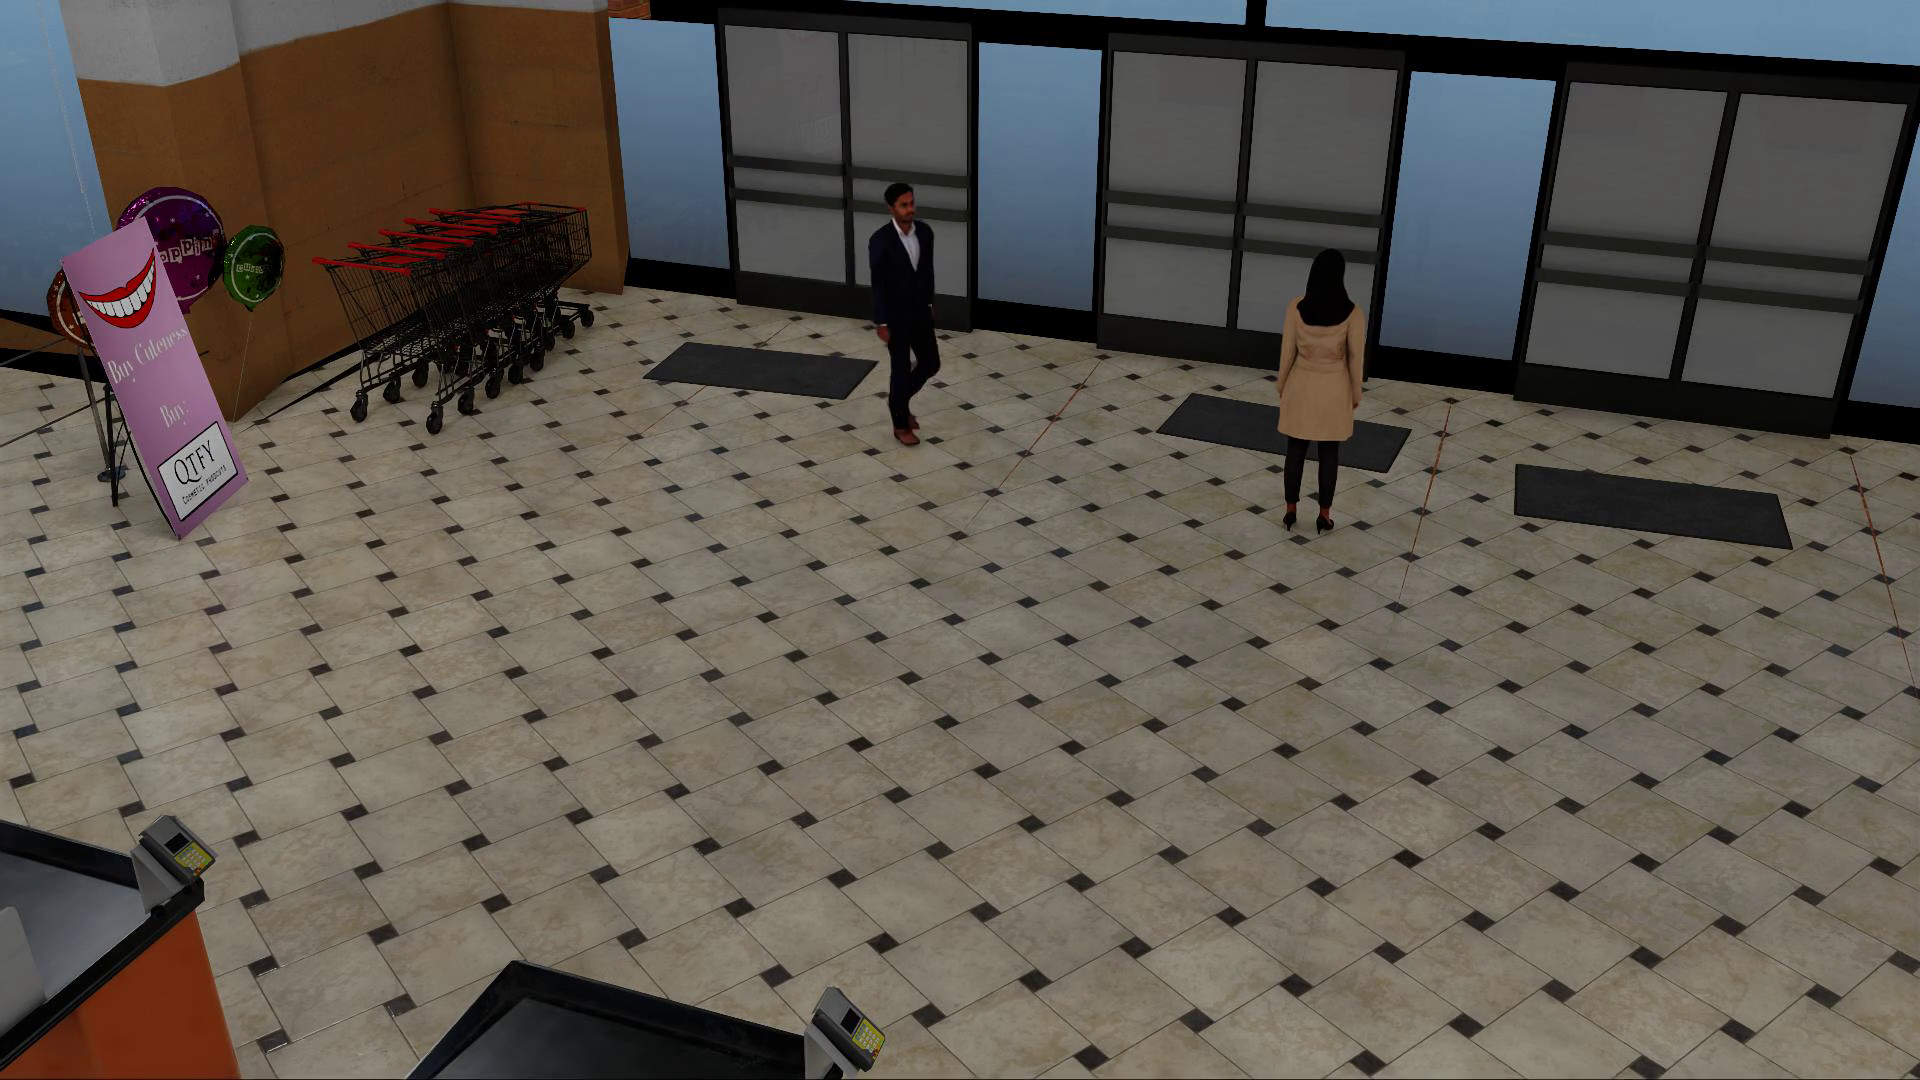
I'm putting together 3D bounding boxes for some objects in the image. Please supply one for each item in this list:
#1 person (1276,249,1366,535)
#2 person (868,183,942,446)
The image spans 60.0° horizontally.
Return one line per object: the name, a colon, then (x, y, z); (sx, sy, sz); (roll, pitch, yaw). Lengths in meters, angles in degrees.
person: (2.023, -0.825, 9.404); (0.635, 1.682, 0.512); (10, 28, 18)
person: (-0.401, -1.452, 10.606); (0.768, 1.713, 0.851); (-20, 33, -34)
